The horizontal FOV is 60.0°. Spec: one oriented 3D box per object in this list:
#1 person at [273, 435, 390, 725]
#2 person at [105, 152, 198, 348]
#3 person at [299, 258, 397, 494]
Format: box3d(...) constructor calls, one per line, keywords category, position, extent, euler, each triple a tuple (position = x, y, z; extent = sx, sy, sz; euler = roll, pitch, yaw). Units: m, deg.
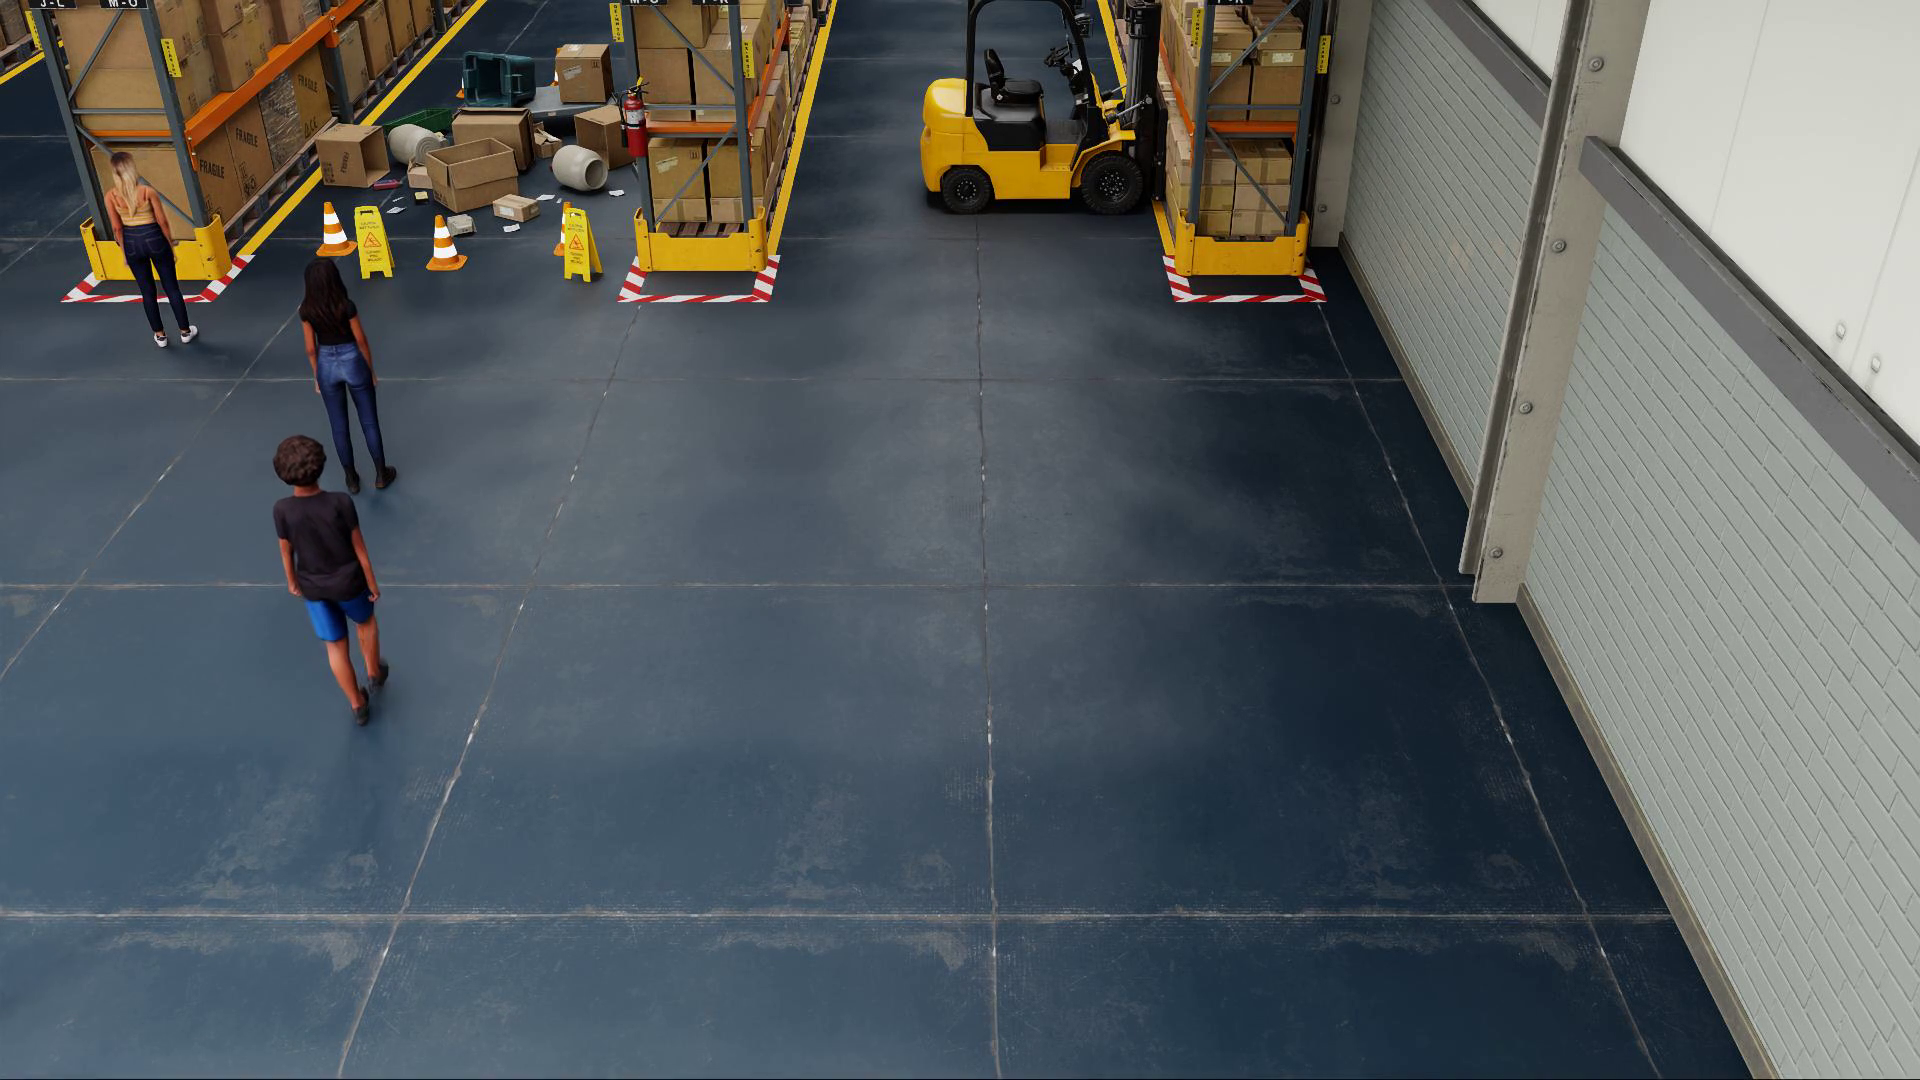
box3d(category="person", position=(-3.505, 0.280, 9.293), extent=(0.762, 1.779, 0.845), euler=(-8, 33, -13))
box3d(category="person", position=(-6.671, -2.379, 13.651), extent=(0.628, 1.627, 0.615), euler=(-10, 33, -15))
box3d(category="person", position=(-4.290, -1.141, 11.583), extent=(0.614, 1.739, 0.591), euler=(-7, 33, -11))
